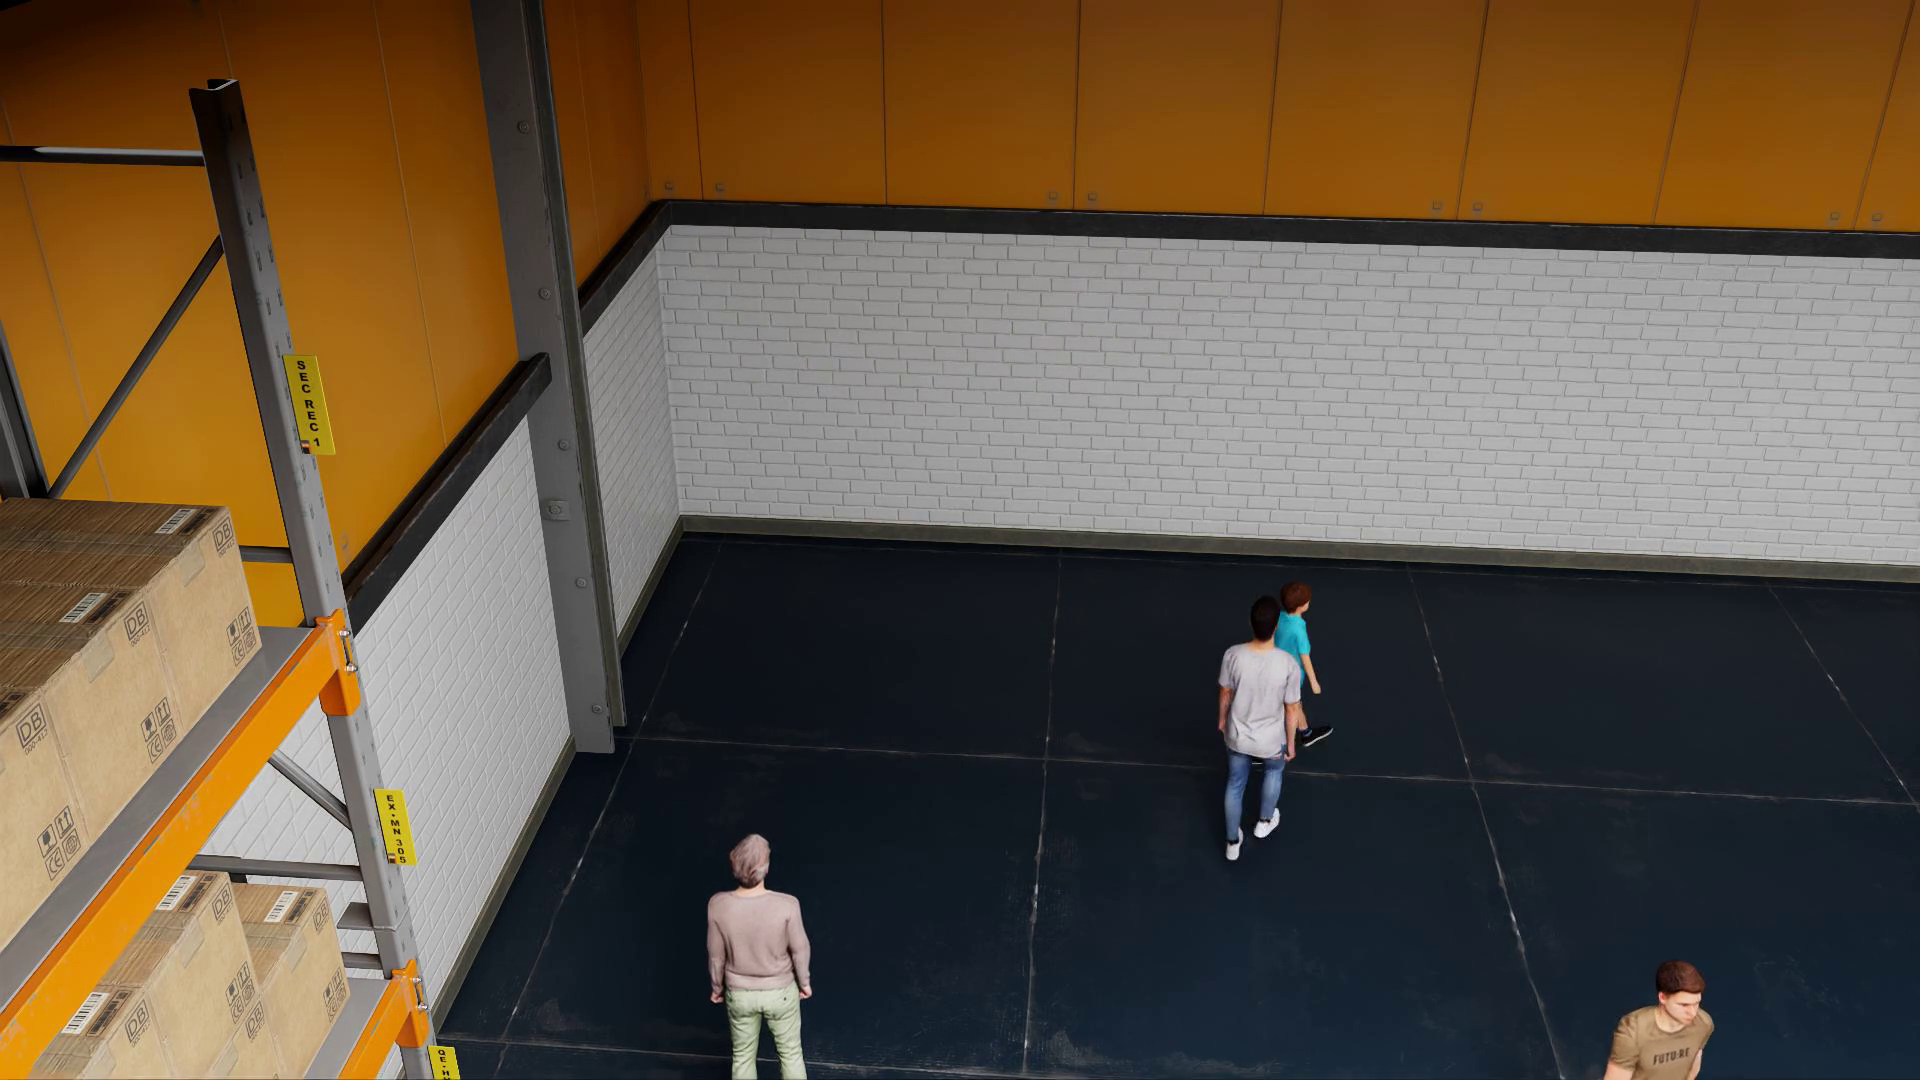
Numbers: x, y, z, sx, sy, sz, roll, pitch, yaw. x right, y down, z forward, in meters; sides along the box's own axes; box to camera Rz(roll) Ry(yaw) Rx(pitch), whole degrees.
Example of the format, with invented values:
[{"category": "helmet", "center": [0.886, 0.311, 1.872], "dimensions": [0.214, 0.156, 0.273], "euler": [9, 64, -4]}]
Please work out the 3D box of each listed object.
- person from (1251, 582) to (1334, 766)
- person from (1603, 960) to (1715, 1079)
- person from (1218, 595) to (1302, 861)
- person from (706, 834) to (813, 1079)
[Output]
[{"category": "person", "center": [2.208, 0.962, 11.564], "dimensions": [0.754, 1.410, 0.942], "euler": [-5, 29, -9]}, {"category": "person", "center": [3.208, 2.691, 7.982], "dimensions": [0.896, 1.806, 1.319], "euler": [-5, 29, -9]}, {"category": "person", "center": [1.854, 1.249, 10.556], "dimensions": [0.816, 1.872, 0.894], "euler": [10, 30, 18]}, {"category": "person", "center": [-1.034, 2.322, 8.589], "dimensions": [0.708, 1.871, 0.613], "euler": [-1, 29, -2]}]
